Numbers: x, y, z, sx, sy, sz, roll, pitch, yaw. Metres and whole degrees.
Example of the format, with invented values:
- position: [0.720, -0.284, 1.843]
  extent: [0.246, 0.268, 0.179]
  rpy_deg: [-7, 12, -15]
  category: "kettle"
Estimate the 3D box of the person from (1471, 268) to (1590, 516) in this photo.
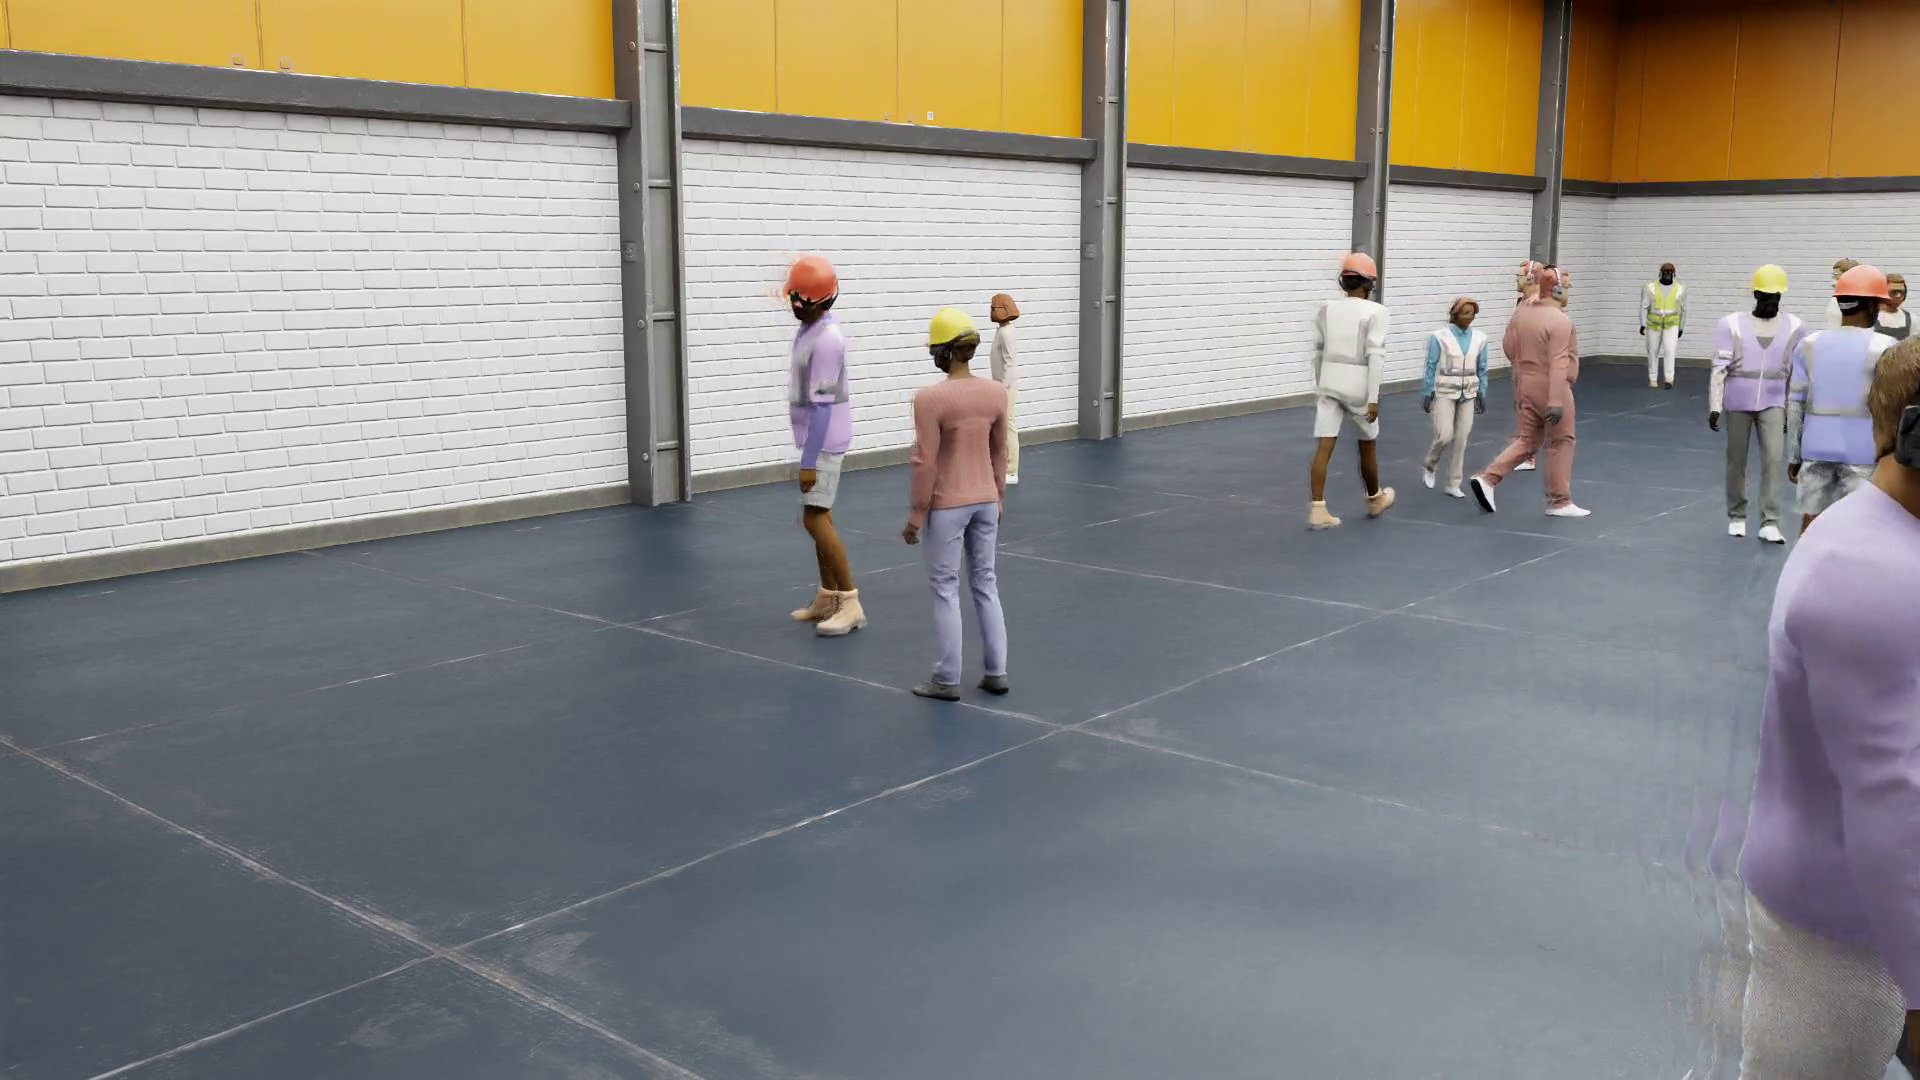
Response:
- position: [4.339, -1.098, 12.496]
  extent: [0.822, 1.883, 0.650]
  rpy_deg: [-1, 10, -8]
  category: "person"

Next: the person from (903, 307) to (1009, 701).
- position: [-0.003, -0.139, 7.437]
  extent: [0.540, 1.781, 0.381]
  rpy_deg: [-8, 13, -40]
  category: "person"

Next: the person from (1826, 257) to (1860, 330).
- position: [8.038, -1.589, 15.122]
  extent: [0.351, 1.936, 0.634]
  rpy_deg: [1, 10, 3]
  category: "person"

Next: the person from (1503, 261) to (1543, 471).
- position: [5.164, -1.588, 15.208]
  extent: [0.408, 1.908, 0.641]
  rpy_deg: [4, 11, 21]
  category: "person"

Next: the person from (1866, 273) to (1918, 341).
- position: [7.487, -1.263, 13.592]
  extent: [0.517, 1.832, 0.547]
  rpy_deg: [0, 10, 2]
  category: "person"

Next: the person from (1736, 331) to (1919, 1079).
- position: [1.557, 0.622, 2.618]
  extent: [0.830, 1.909, 0.640]
  rpy_deg: [10, 14, 43]
  category: "person"

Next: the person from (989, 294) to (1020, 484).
- position: [0.373, -1.297, 14.320]
  extent: [0.279, 1.634, 0.497]
  rpy_deg: [0, 10, -2]
  category: "person"

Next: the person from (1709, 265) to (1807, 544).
- position: [5.479, -0.924, 11.433]
  extent: [0.615, 1.892, 0.839]
  rpy_deg: [3, 10, 15]
  category: "person"

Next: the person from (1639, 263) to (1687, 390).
- position: [10.123, -3.074, 23.979]
  extent: [0.634, 1.796, 0.938]
  rpy_deg: [4, 11, 20]
  category: "person"

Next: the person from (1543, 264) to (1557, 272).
- position: [7.514, -2.617, 21.313]
  extent: [0.540, 1.818, 0.876]
  rpy_deg: [-2, 10, -10]
  category: "person"

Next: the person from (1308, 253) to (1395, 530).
- position: [2.863, -1.083, 12.117]
  extent: [0.625, 1.975, 1.078]
  rpy_deg: [9, 13, 41]
  category: "person"

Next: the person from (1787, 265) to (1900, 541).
- position: [4.597, -0.451, 8.651]
  extent: [0.374, 1.933, 0.550]
  rpy_deg: [-9, 13, -41]
  category: "person"

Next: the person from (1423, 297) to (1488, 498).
- position: [4.024, -1.156, 13.526]
  extent: [0.534, 1.621, 0.404]
  rpy_deg: [-2, 10, -12]
  category: "person"

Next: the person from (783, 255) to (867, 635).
- position: [-0.715, -0.491, 8.771]
  extent: [0.418, 1.992, 0.694]
  rpy_deg: [-1, 10, -6]
  category: "person"
